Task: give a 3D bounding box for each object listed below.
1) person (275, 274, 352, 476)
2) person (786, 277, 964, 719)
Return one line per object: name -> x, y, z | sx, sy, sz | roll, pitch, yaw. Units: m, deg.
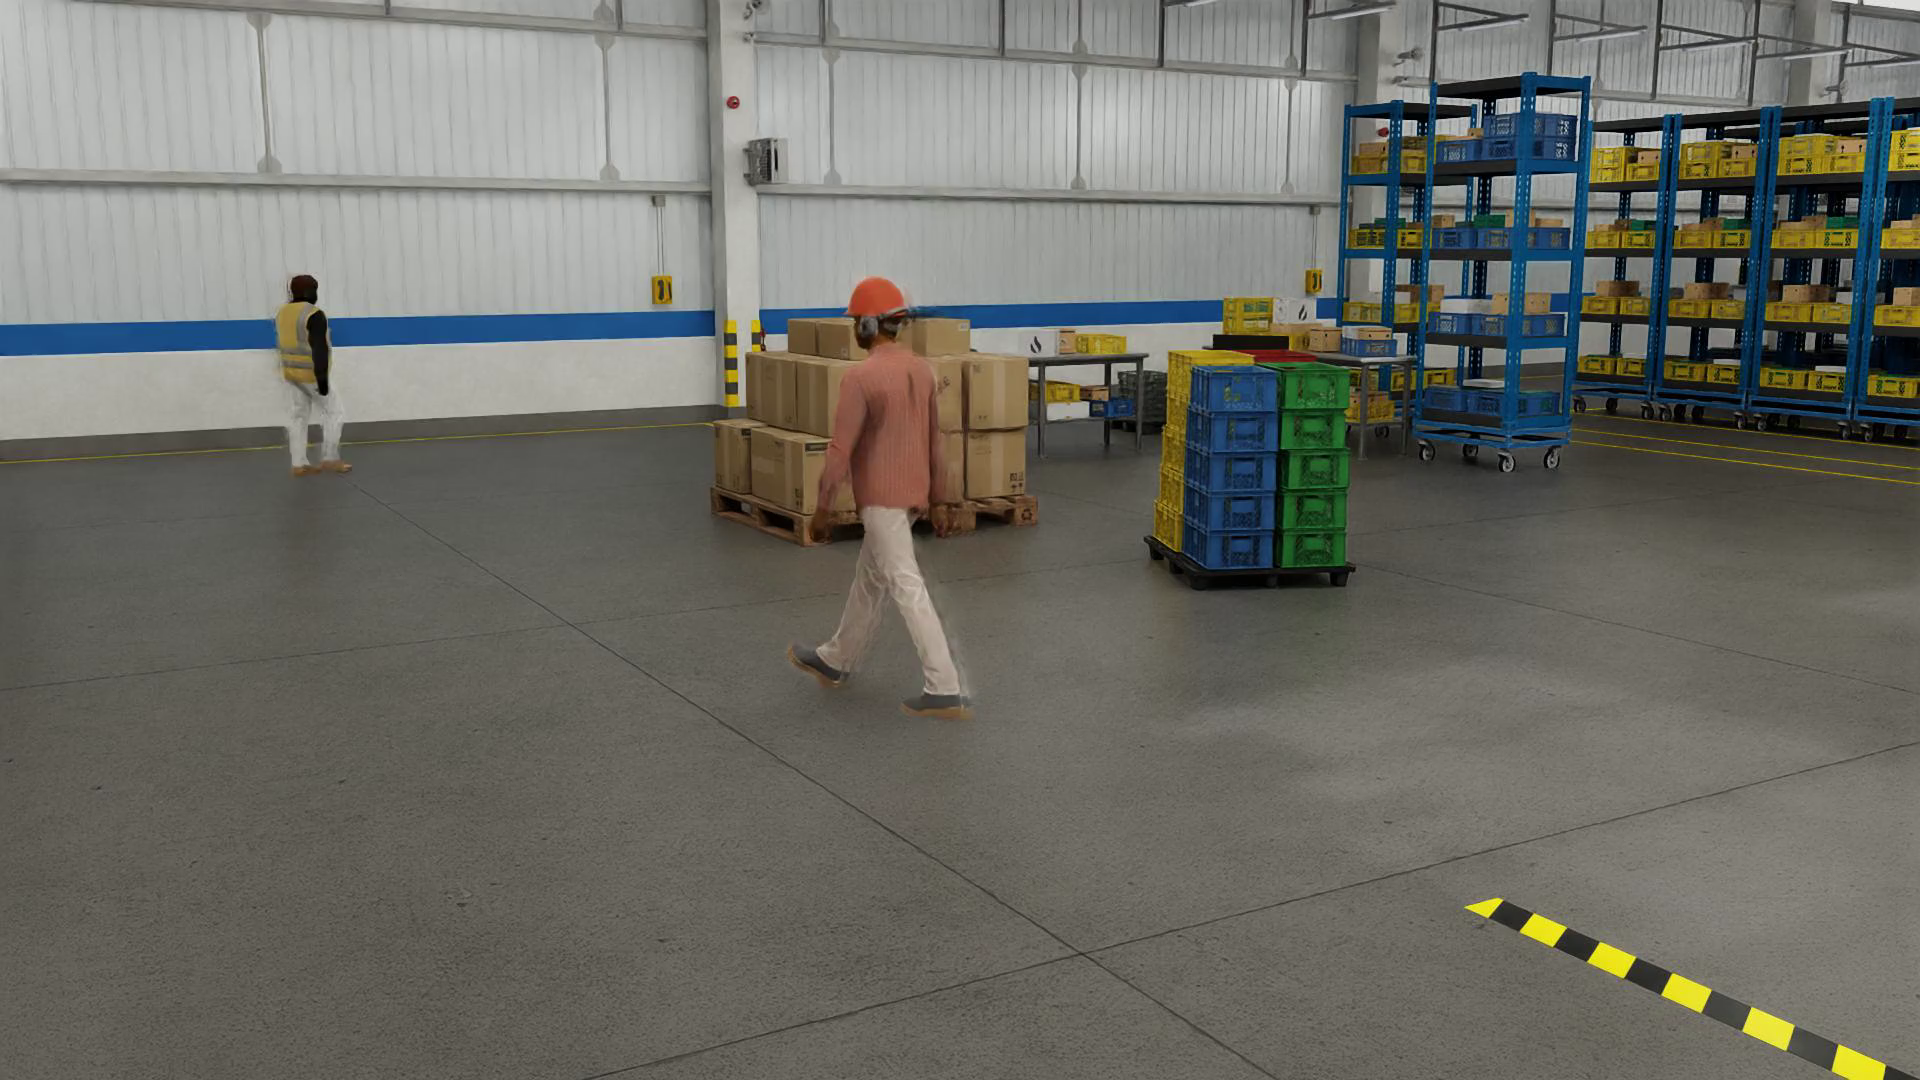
person -> -5.855, -1.494, 15.132 | 0.650, 1.818, 0.646 | 6, 12, 32
person -> -0.383, -0.196, 7.458 | 1.064, 1.933, 0.638 | 6, 12, 29
